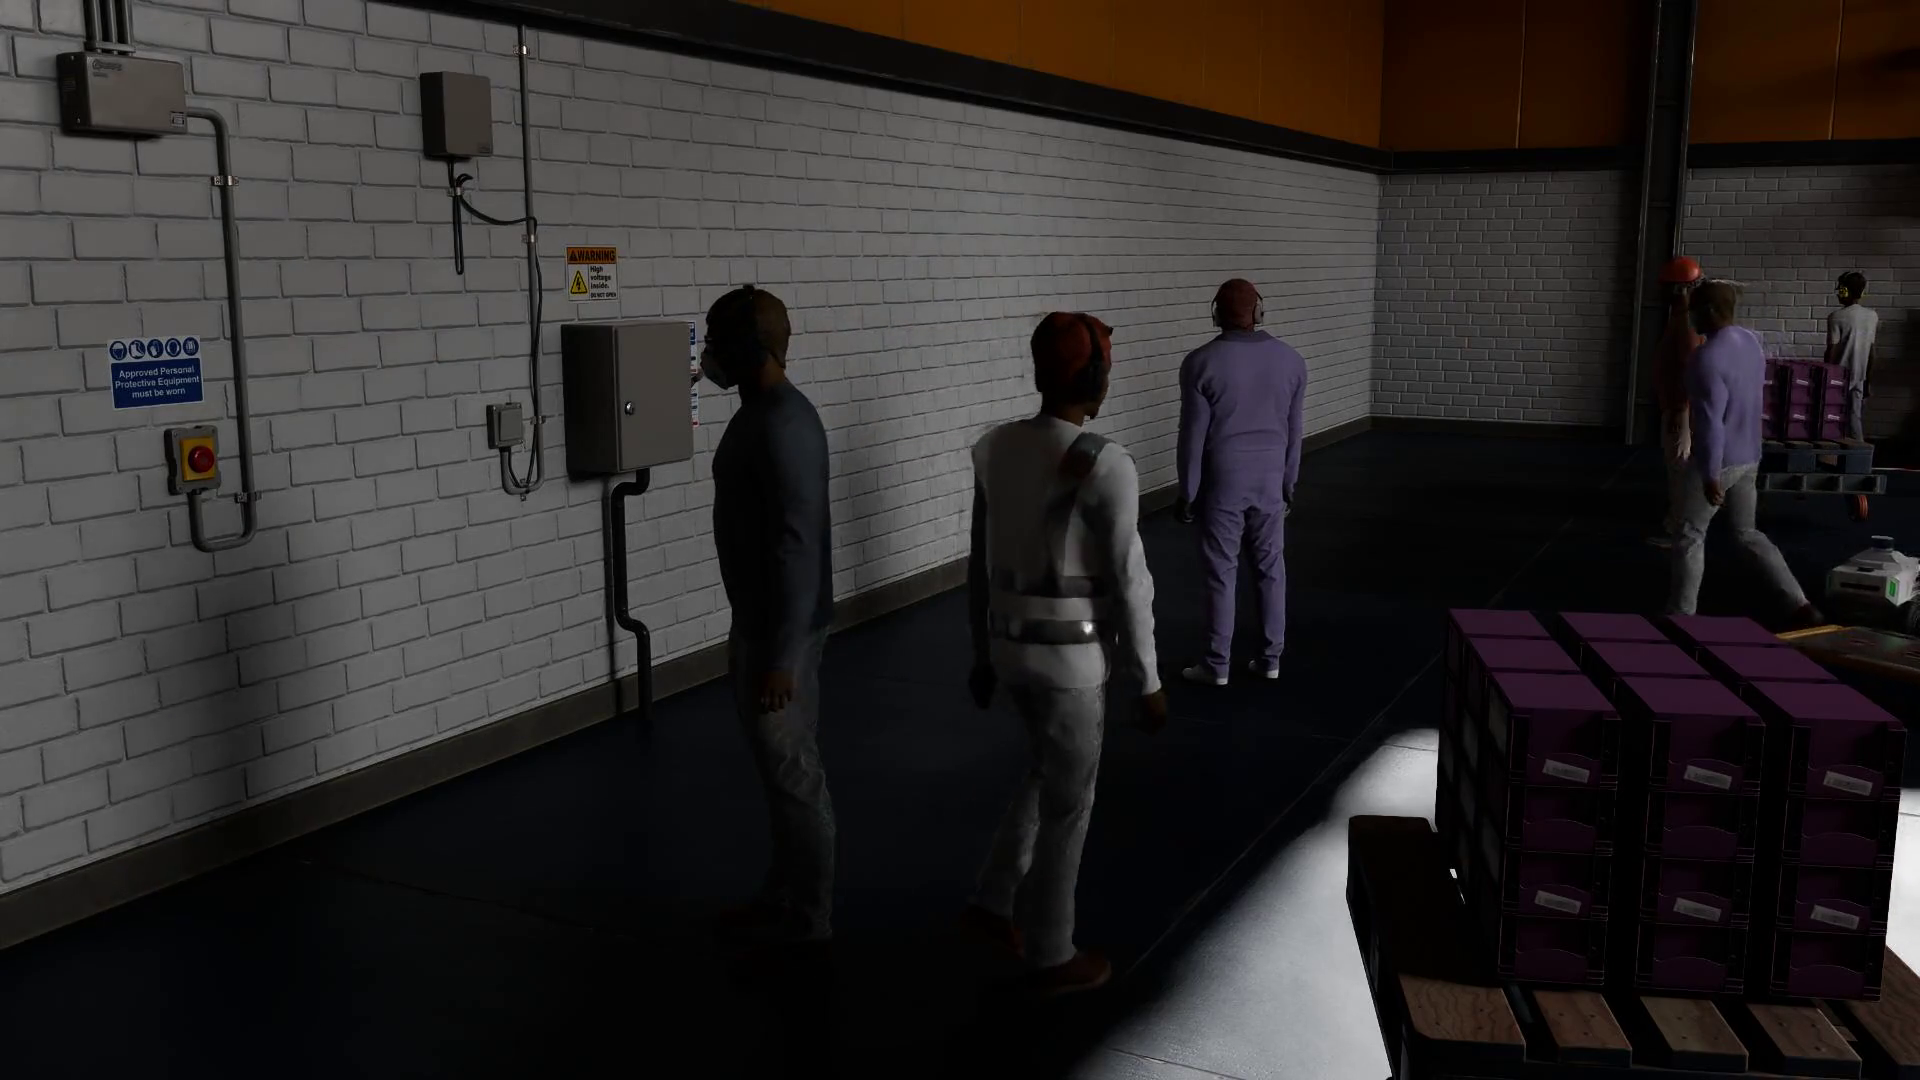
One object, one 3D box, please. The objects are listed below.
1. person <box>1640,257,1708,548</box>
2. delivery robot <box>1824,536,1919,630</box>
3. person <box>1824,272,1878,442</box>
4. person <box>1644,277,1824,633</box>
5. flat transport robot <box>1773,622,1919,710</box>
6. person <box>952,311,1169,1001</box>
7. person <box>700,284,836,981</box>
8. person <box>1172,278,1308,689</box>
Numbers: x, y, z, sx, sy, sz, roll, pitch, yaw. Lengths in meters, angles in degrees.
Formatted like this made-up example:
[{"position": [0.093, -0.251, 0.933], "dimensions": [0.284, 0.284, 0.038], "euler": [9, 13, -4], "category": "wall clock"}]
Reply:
[{"position": [4.922, -0.940, 11.450], "dimensions": [0.395, 1.993, 0.614], "euler": [4, 11, 22], "category": "person"}, {"position": [4.759, 0.221, 8.623], "dimensions": [0.477, 0.478, 0.707], "euler": [9, 13, 41], "category": "delivery robot"}, {"position": [7.526, -1.340, 14.151], "dimensions": [0.510, 1.864, 0.329], "euler": [-3, 10, -16], "category": "person"}, {"position": [3.962, -0.380, 8.473], "dimensions": [0.652, 1.907, 0.838], "euler": [-8, 13, -38], "category": "person"}, {"position": [4.271, 0.600, 7.519], "dimensions": [0.652, 0.197, 1.431], "euler": [-5, 11, -28], "category": "flat transport robot"}, {"position": [0.272, 0.329, 4.471], "dimensions": [0.409, 1.871, 0.578], "euler": [-7, 12, -34], "category": "person"}, {"position": [-0.528, 0.260, 4.672], "dimensions": [0.353, 1.936, 0.635], "euler": [-2, 10, -13], "category": "person"}, {"position": [1.281, -0.258, 7.769], "dimensions": [0.643, 1.905, 0.400], "euler": [-3, 10, -18], "category": "person"}]
